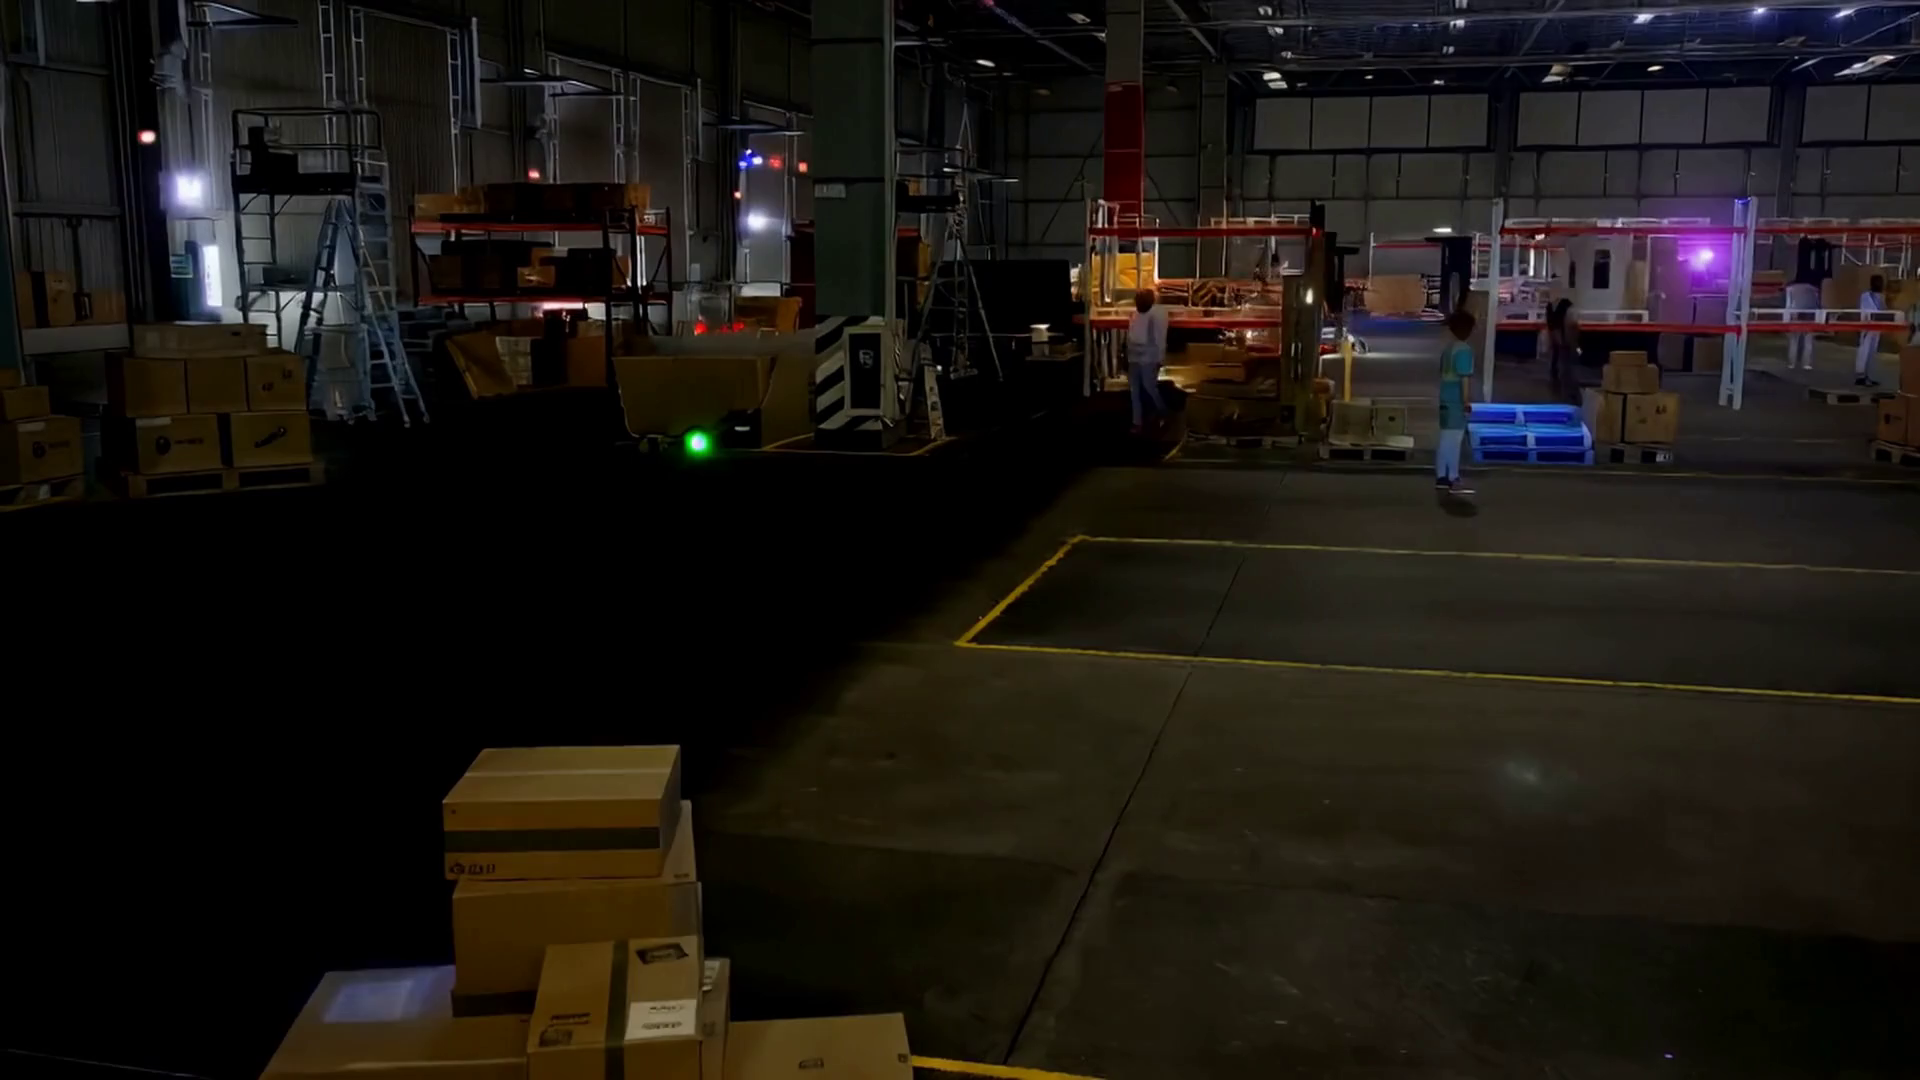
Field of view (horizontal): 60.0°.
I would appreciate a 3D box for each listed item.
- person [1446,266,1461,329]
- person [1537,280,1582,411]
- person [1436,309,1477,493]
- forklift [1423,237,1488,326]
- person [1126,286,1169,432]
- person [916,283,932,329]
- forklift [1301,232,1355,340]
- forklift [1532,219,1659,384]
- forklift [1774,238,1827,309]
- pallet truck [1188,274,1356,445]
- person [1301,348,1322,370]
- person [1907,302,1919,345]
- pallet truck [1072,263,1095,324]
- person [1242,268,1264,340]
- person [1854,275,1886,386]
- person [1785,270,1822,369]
[{"bbox_3d":[15.020,-7.364,50.555,0.358,1.931,0.628,5,11,27],"label":"person"},{"bbox_3d":[8.400,-2.724,23.424,0.865,1.855,0.635,-1,10,-8],"label":"person"},{"bbox_3d":[4.624,-1.289,15.466,0.318,1.700,0.535,-1,10,-5],"label":"person"},{"bbox_3d":[15.762,-8.143,52.352,1.873,2.768,1.129,-2,10,-12],"label":"forklift"},{"bbox_3d":[2.336,-2.252,20.776,0.637,1.820,0.528,9,13,44],"label":"person"},{"bbox_3d":[-1.056,-7.372,50.614,0.544,1.930,0.389,-4,11,-24],"label":"person"},{"bbox_3d":[9.261,-6.579,43.143,1.873,2.768,1.129,-7,12,-36],"label":"forklift"},{"bbox_3d":[11.074,-4.138,28.767,1.129,2.768,1.873,-4,11,-24],"label":"forklift"},{"bbox_3d":[28.508,-8.730,55.807,1.129,2.768,1.873,-5,11,-26],"label":"forklift"},{"bbox_3d":[3.653,-2.138,19.590,1.885,1.965,0.823,-4,10,-20],"label":"pallet truck"},{"bbox_3d":[6.809,-4.126,32.063,0.486,1.738,0.320,-9,13,-41],"label":"person"},{"bbox_3d":[13.724,-2.747,23.686,0.528,1.834,0.362,-2,10,-11],"label":"person"},{"bbox_3d":[4.325,-8.180,55.162,0.823,1.965,1.885,6,11,31],"label":"pallet truck"},{"bbox_3d":[7.657,-6.195,43.729,0.562,1.904,0.791,9,13,41],"label":"person"},{"bbox_3d":[15.514,-3.561,28.299,0.585,1.882,0.340,-5,11,-26],"label":"person"},{"bbox_3d":[16.427,-4.294,32.454,0.628,1.940,0.373,5,11,26],"label":"person"}]
